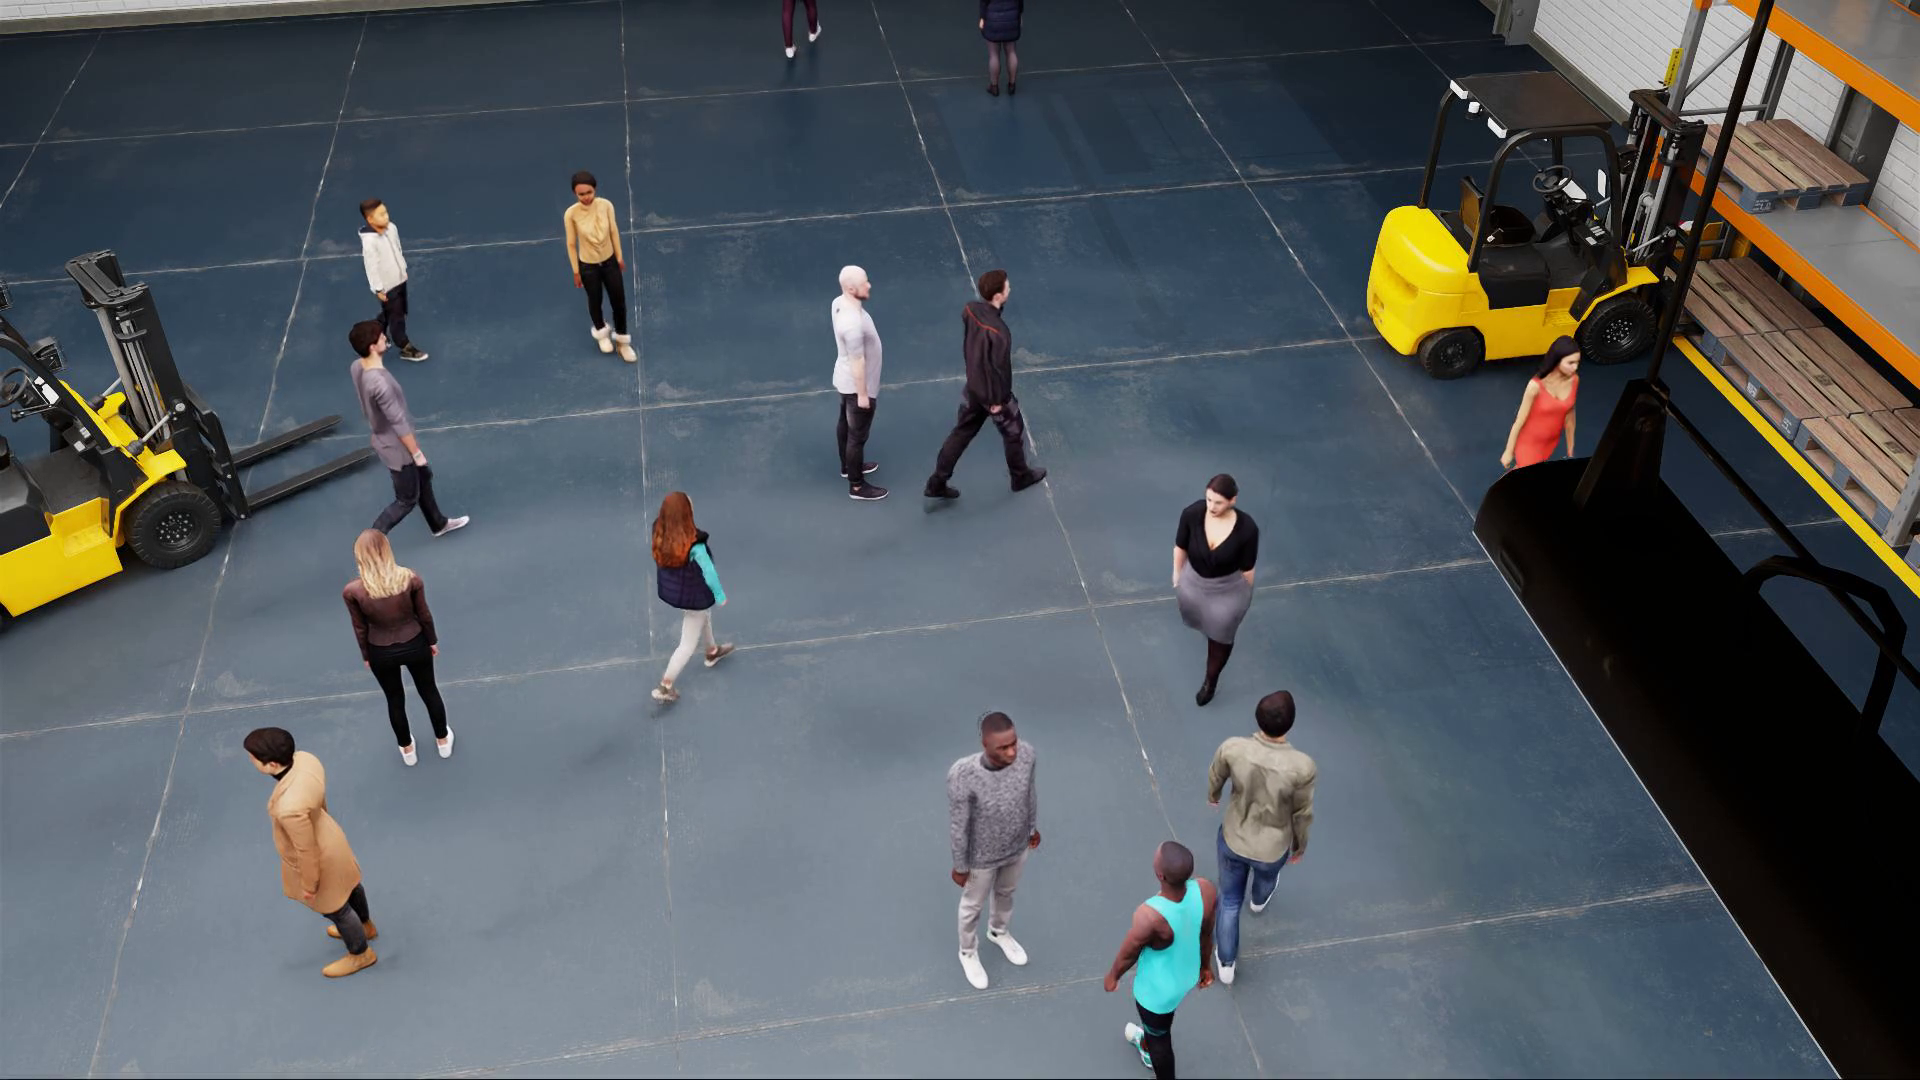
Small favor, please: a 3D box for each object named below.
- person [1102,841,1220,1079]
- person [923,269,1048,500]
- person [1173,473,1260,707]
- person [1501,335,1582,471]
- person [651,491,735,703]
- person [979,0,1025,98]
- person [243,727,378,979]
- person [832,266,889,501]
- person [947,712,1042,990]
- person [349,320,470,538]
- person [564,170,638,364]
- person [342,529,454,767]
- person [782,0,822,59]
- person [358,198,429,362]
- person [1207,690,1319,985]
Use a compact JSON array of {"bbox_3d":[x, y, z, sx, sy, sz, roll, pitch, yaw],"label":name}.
[{"bbox_3d":[1.039,2.152,7.892,0.799,1.799,0.907,-23,44,-26],"label":"person"},{"bbox_3d":[0.126,-1.041,11.830,1.119,1.874,1.253,-25,45,-28],"label":"person"},{"bbox_3d":[1.606,0.243,10.336,0.975,1.734,1.083,14,41,16],"label":"person"},{"bbox_3d":[3.938,-0.699,11.555,0.807,1.683,1.073,-18,42,-21],"label":"person"},{"bbox_3d":[-1.738,0.373,10.381,0.976,1.474,0.977,30,47,32],"label":"person"},{"bbox_3d":[0.444,-5.530,17.612,0.667,1.672,0.636,-8,39,-10],"label":"person"},{"bbox_3d":[-3.339,1.602,8.639,0.698,1.726,0.537,-7,39,-8],"label":"person"},{"bbox_3d":[-0.747,-1.157,12.005,0.732,1.837,0.527,-9,39,-11],"label":"person"},{"bbox_3d":[0.174,1.565,8.597,0.759,1.837,0.703,-23,44,-26],"label":"person"},{"bbox_3d":[-3.918,-0.627,11.350,1.000,1.826,1.124,-22,44,-25],"label":"person"},{"bbox_3d":[-2.981,-2.278,13.566,0.736,1.641,0.859,-17,42,-20],"label":"person"},{"bbox_3d":[-3.326,0.653,9.847,0.639,1.702,0.582,-15,41,-18],"label":"person"},{"bbox_3d":[-1.841,-6.222,18.422,0.896,1.743,1.181,7,39,8],"label":"person"},{"bbox_3d":[-4.708,-2.111,13.518,0.804,1.440,0.802,8,39,10],"label":"person"},{"bbox_3d":[1.498,1.602,8.556,1.018,1.831,1.177,8,39,10],"label":"person"}]
